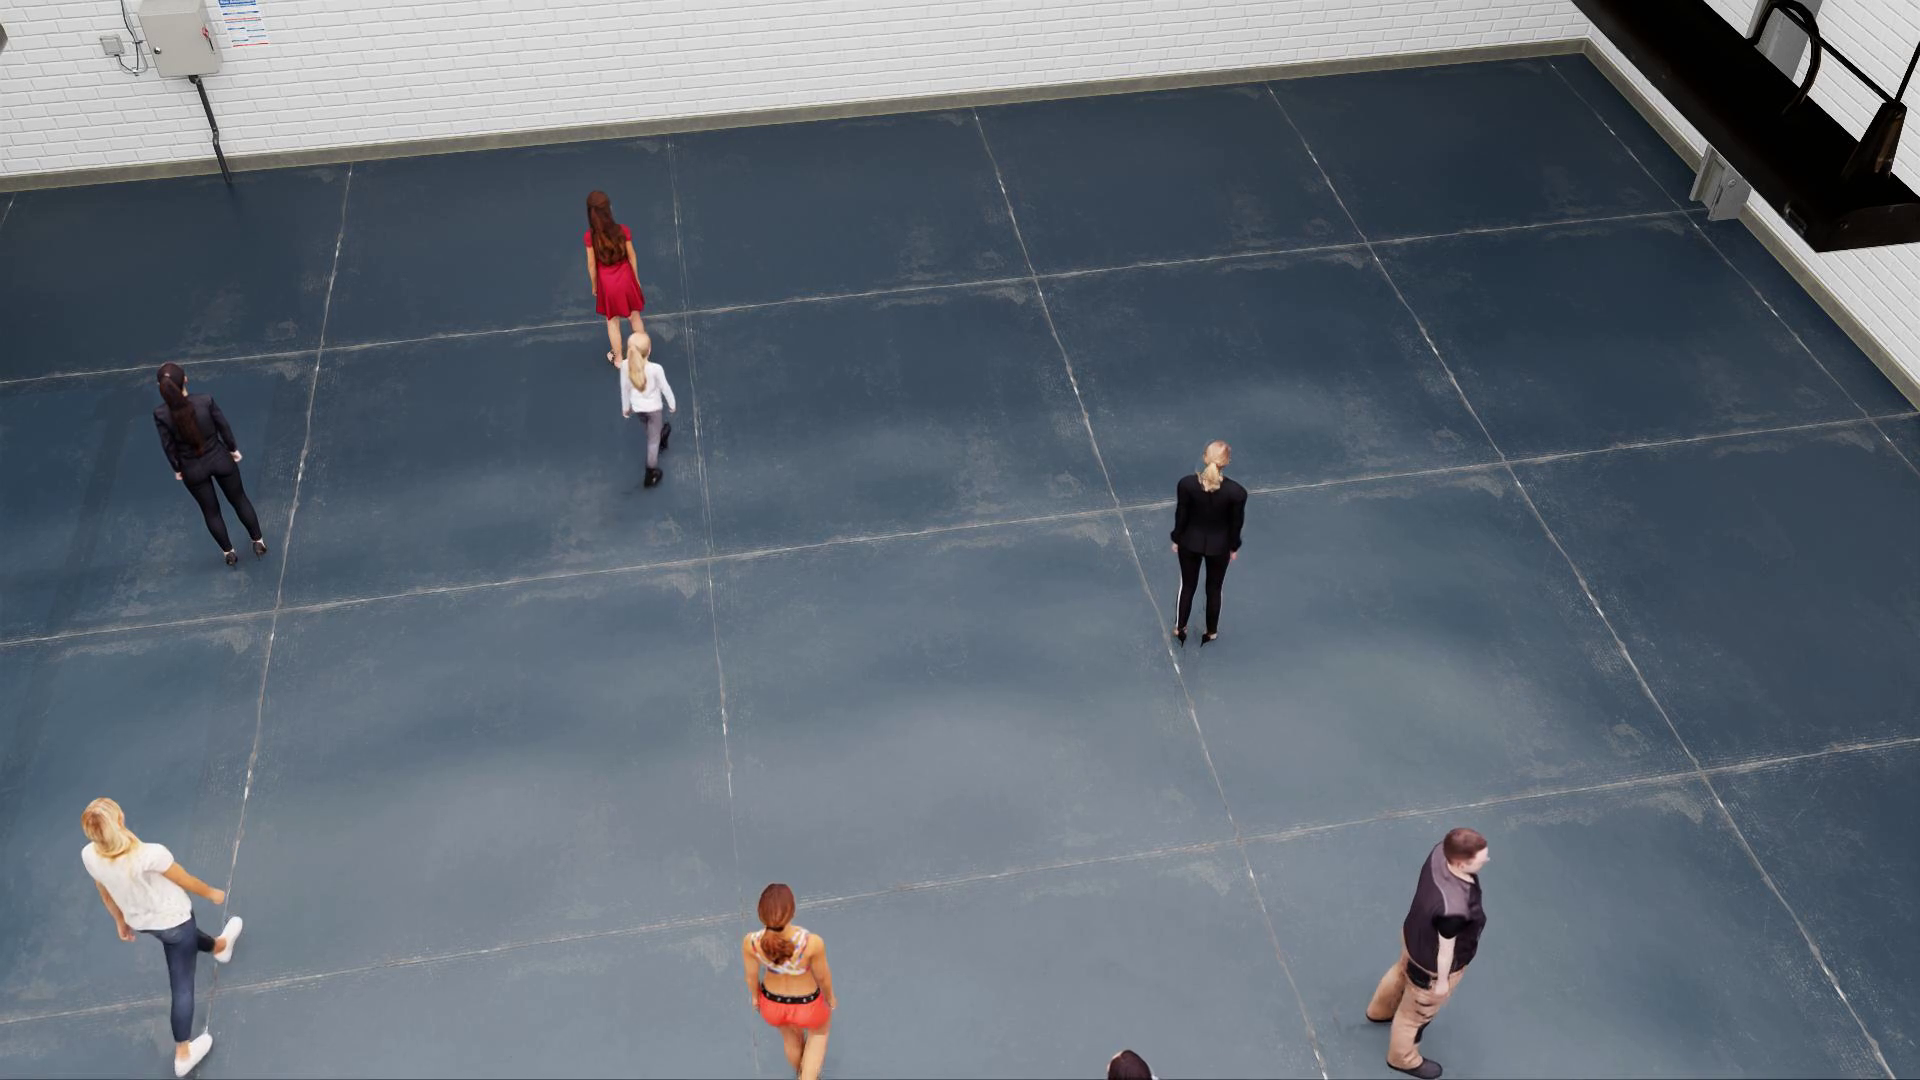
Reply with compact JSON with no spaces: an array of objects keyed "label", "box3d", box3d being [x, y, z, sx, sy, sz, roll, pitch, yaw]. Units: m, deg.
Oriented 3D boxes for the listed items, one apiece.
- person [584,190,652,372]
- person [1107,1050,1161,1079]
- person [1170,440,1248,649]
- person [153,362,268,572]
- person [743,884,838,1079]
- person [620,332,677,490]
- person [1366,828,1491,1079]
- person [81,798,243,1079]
[{"label":"person","box3d":[-2.679,-2.016,12.927,0.577,1.551,0.637,-14,45,-14]},{"label":"person","box3d":[0.759,2.870,7.740,0.679,1.631,0.670,-28,50,-27]},{"label":"person","box3d":[1.566,0.049,10.647,0.684,1.706,0.673,10,45,10]},{"label":"person","box3d":[-5.077,-0.504,11.224,0.639,1.712,0.599,-22,48,-21]},{"label":"person","box3d":[-0.829,2.338,8.188,0.715,1.784,0.873,5,44,5]},{"label":"person","box3d":[-2.279,-0.915,11.984,0.742,1.257,0.923,11,45,12]},{"label":"person","box3d":[2.380,2.045,8.450,0.813,1.847,0.664,5,44,5]},{"label":"person","box3d":[-4.118,2.036,8.522,0.903,1.761,1.256,7,44,7]}]
